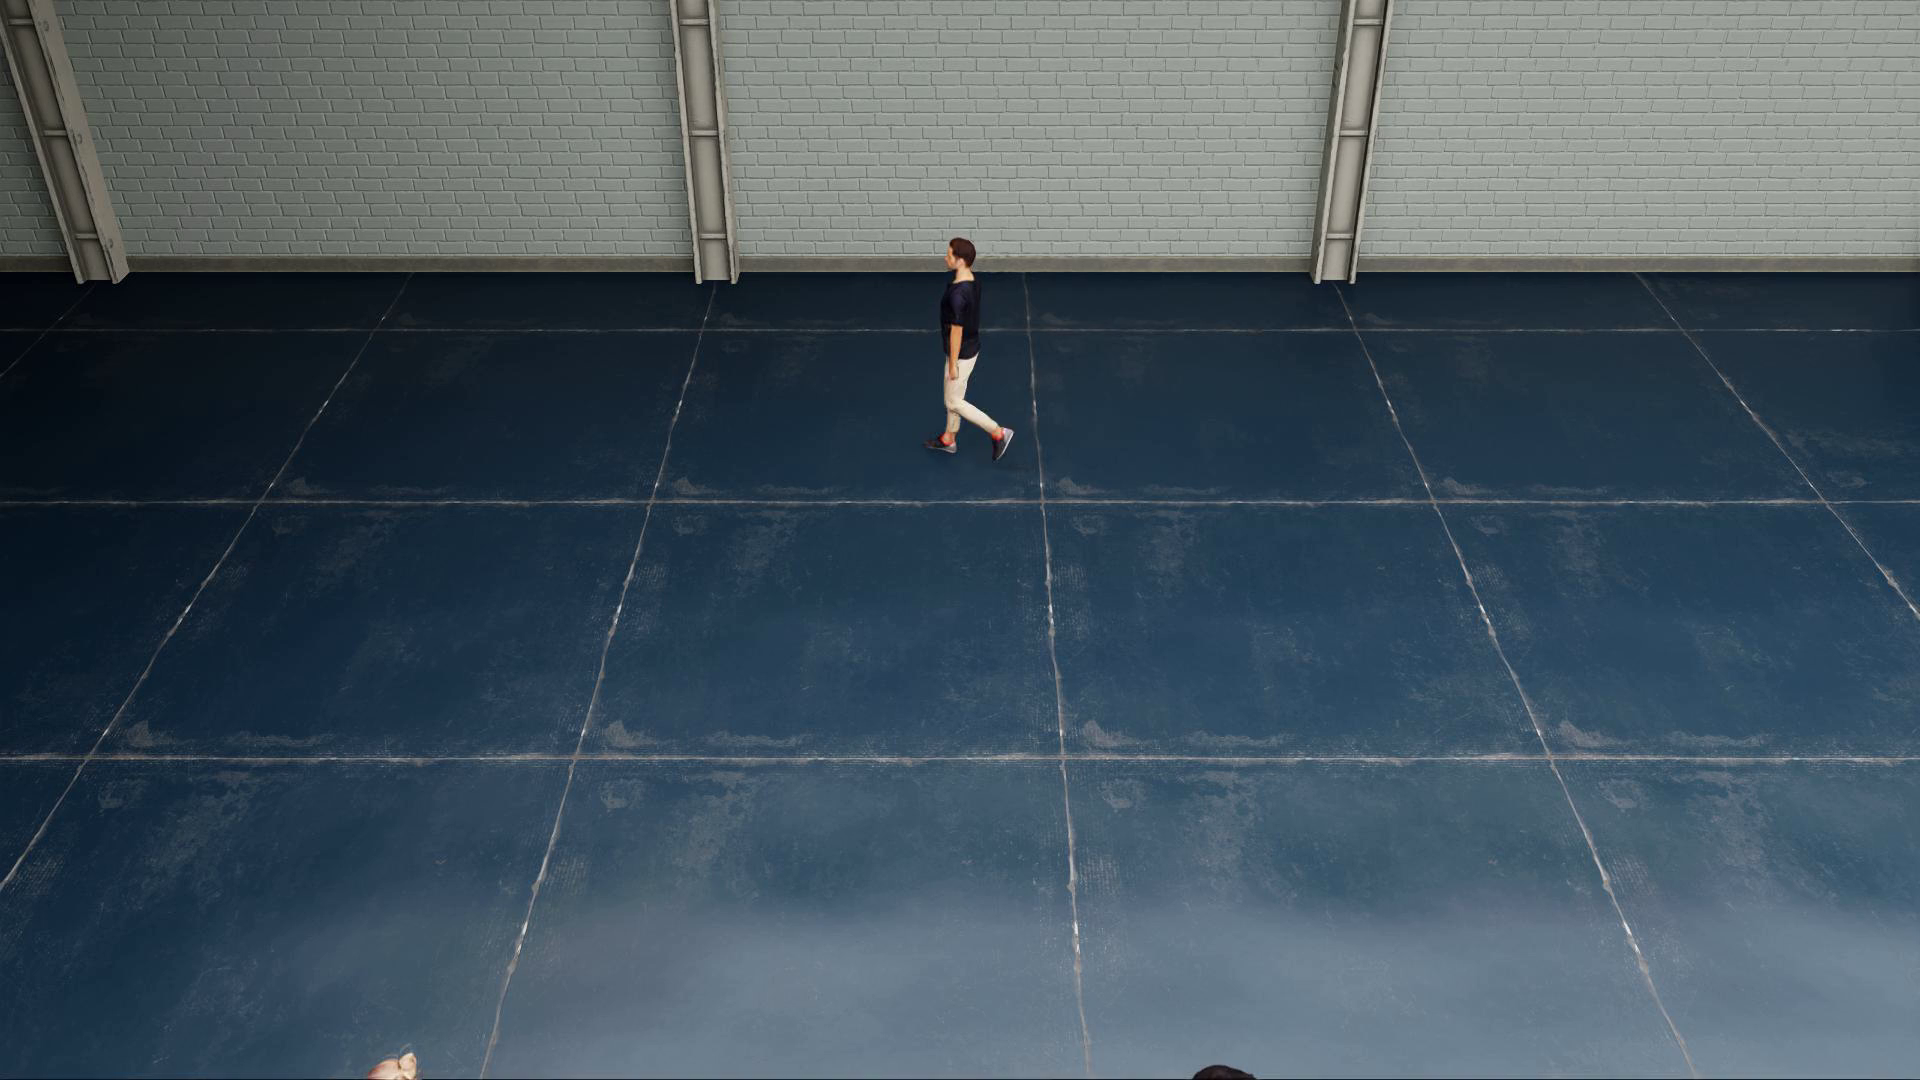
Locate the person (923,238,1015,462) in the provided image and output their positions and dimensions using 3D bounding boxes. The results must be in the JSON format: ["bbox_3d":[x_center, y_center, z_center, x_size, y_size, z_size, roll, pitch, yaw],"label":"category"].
[{"bbox_3d":[0.075,-1.428,12.799,1.060,1.837,0.807,8,34,11],"label":"person"}]

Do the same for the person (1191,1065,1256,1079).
[{"bbox_3d":[0.923,2.674,6.492,0.677,1.837,0.766,-23,40,-31],"label":"person"}]
